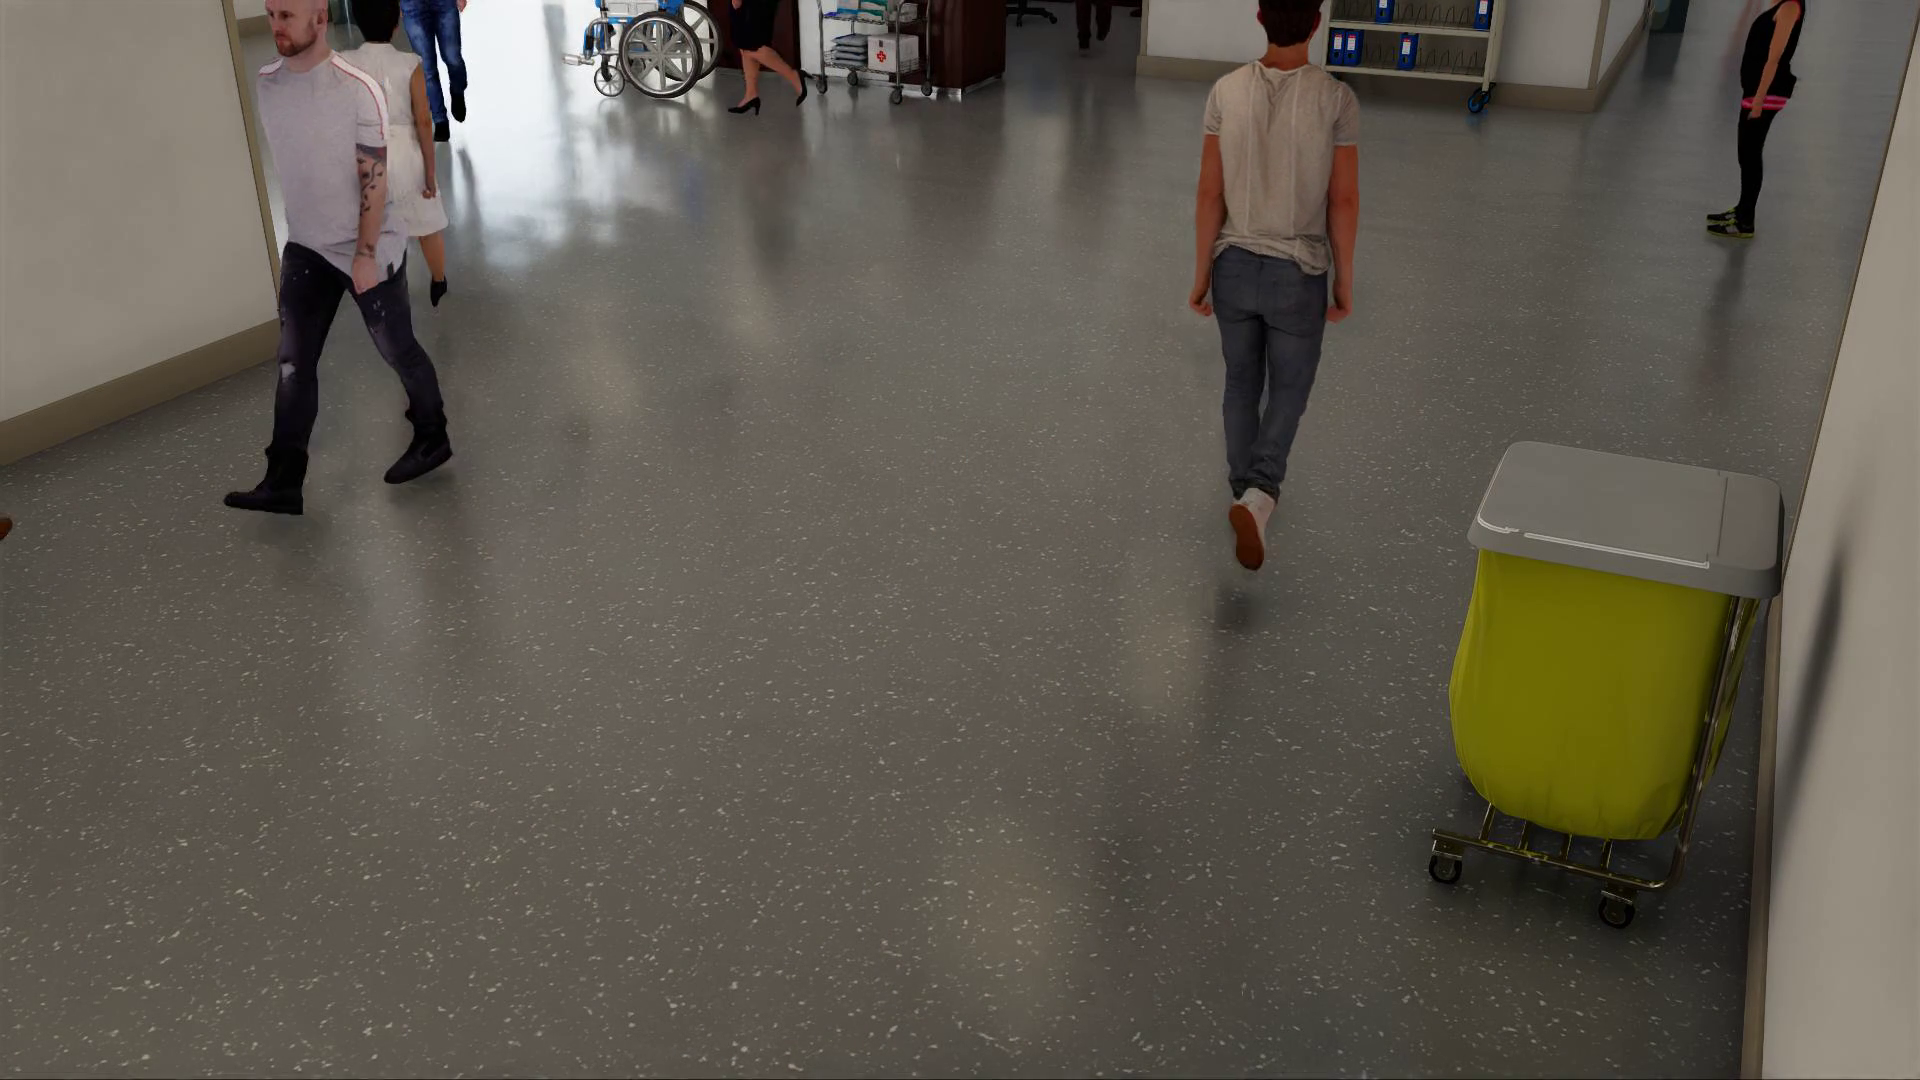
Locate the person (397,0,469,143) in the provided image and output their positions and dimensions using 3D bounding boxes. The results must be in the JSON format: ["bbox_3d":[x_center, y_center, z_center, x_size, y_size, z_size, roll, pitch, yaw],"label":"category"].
[{"bbox_3d":[-3.519,-3.605,11.008,0.964,1.874,0.991,-5,26,-9],"label":"person"}]

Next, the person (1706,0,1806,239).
[{"bbox_3d":[4.331,-2.411,8.906,0.509,1.550,0.530,12,28,23],"label":"person"}]

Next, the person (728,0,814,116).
[{"bbox_3d":[-1.381,-3.793,11.647,0.979,1.659,0.839,4,26,8],"label":"person"}]

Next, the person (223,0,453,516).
[{"bbox_3d":[-2.022,-0.998,5.697,1.088,1.792,0.745,12,28,23],"label":"person"}]

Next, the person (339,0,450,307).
[{"bbox_3d":[-2.450,-1.546,7.158,0.999,1.510,0.975,-5,26,-11],"label":"person"}]

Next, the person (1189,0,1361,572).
[{"bbox_3d":[0.955,-0.811,5.207,1.019,1.880,0.775,9,27,18],"label":"person"}]
